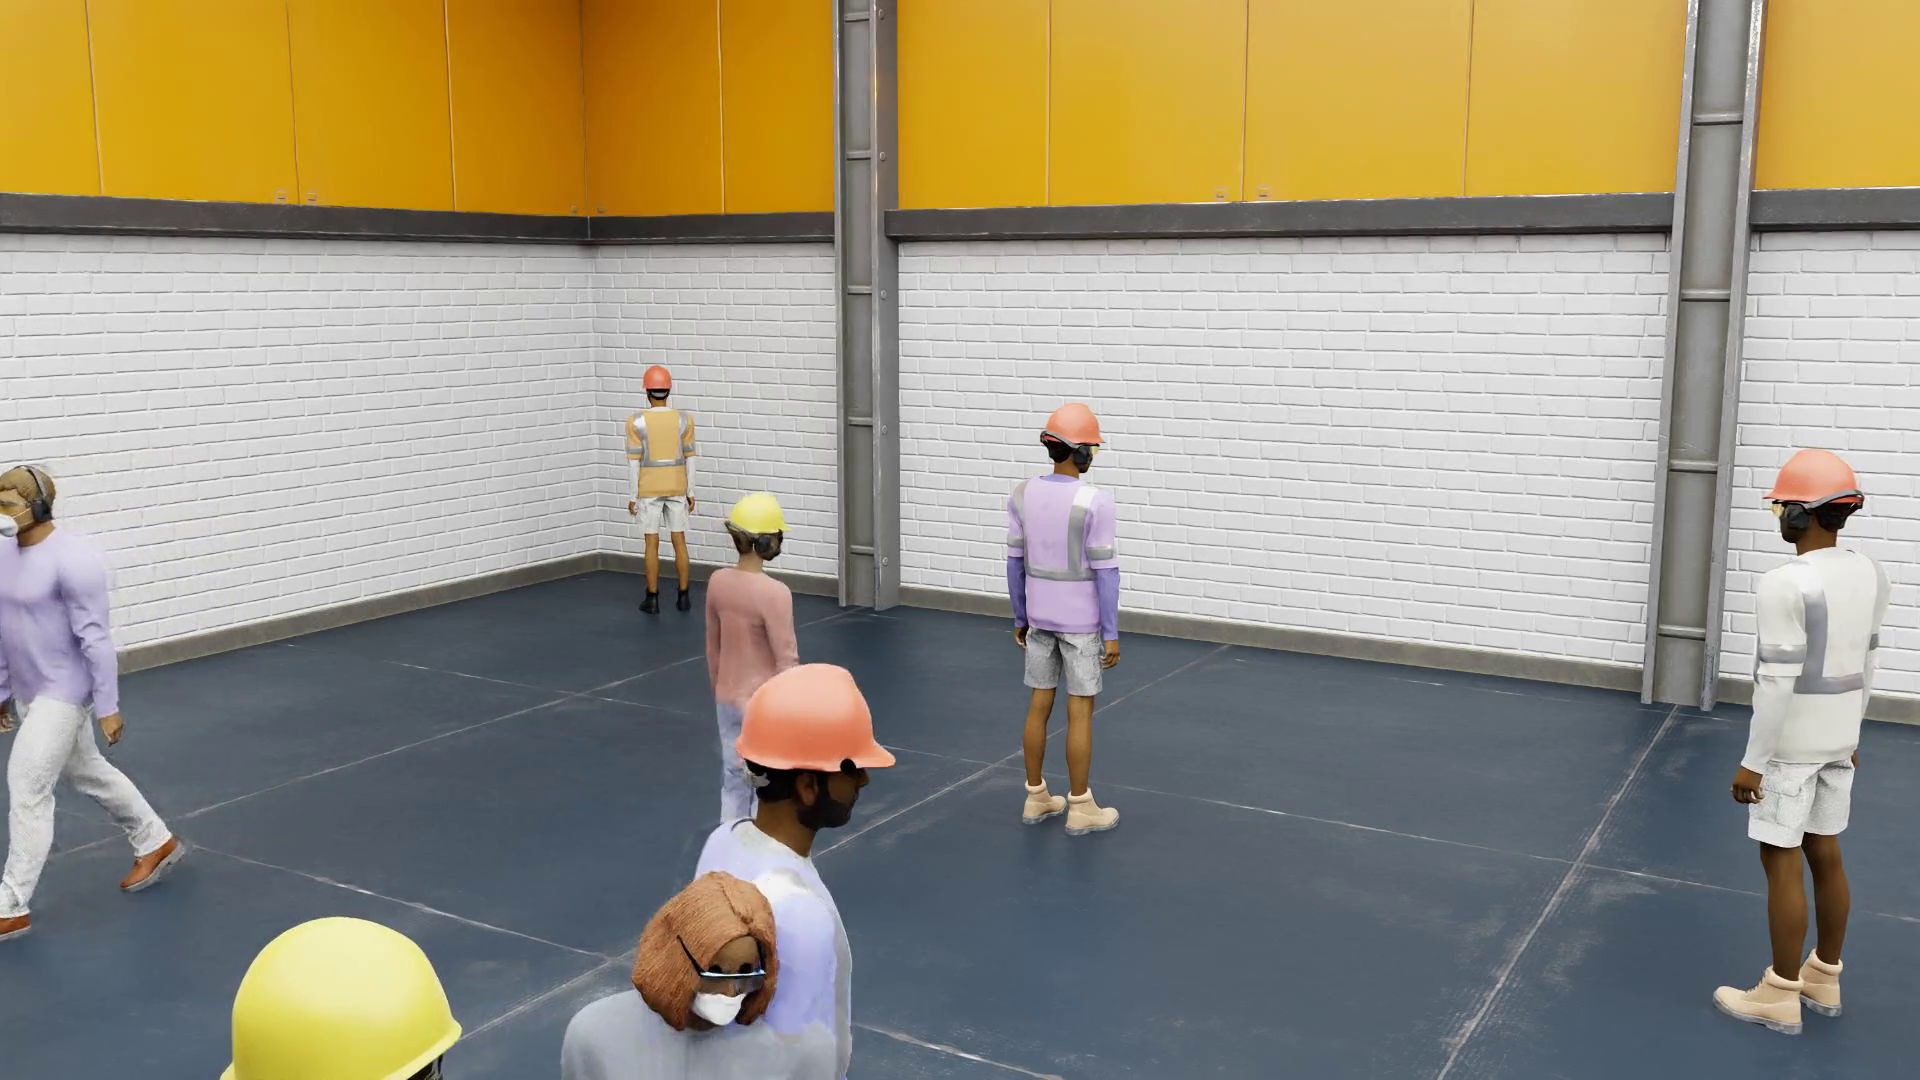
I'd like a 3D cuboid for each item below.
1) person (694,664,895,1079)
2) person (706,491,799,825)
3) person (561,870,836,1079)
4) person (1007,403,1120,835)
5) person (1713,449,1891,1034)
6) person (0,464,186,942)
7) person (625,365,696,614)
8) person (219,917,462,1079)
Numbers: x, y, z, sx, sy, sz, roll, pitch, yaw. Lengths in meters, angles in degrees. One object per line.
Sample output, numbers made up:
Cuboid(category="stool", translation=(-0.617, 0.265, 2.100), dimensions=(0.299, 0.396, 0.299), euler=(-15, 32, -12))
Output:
Cuboid(category="person", translation=(-0.255, 1.174, 3.317), dimensions=(0.852, 1.903, 0.556), euler=(-5, 10, -27))
Cuboid(category="person", translation=(-0.830, 0.677, 6.865), dimensions=(0.319, 1.769, 0.533), euler=(-9, 13, -44))
Cuboid(category="person", translation=(-0.495, 1.363, 3.030), dimensions=(0.549, 1.609, 0.340), euler=(-1, 9, -4))
Cuboid(category="person", translation=(0.516, 0.369, 7.908), dimensions=(0.616, 2.041, 0.380), euler=(8, 12, 41))
Cuboid(category="person", translation=(2.938, 0.699, 5.849), dimensions=(0.615, 2.041, 0.384), euler=(-5, 11, -30))
Cuboid(category="person", translation=(-3.674, 0.622, 6.816), dimensions=(0.647, 1.900, 1.012), euler=(6, 11, 34))
Cuboid(category="person", translation=(-2.333, -0.392, 12.991), dimensions=(0.556, 1.937, 0.370), euler=(-4, 10, -23))
Cuboid(category="person", translation=(-0.655, 1.376, 2.003), dimensions=(0.383, 1.922, 0.587), euler=(0, 9, -2))
